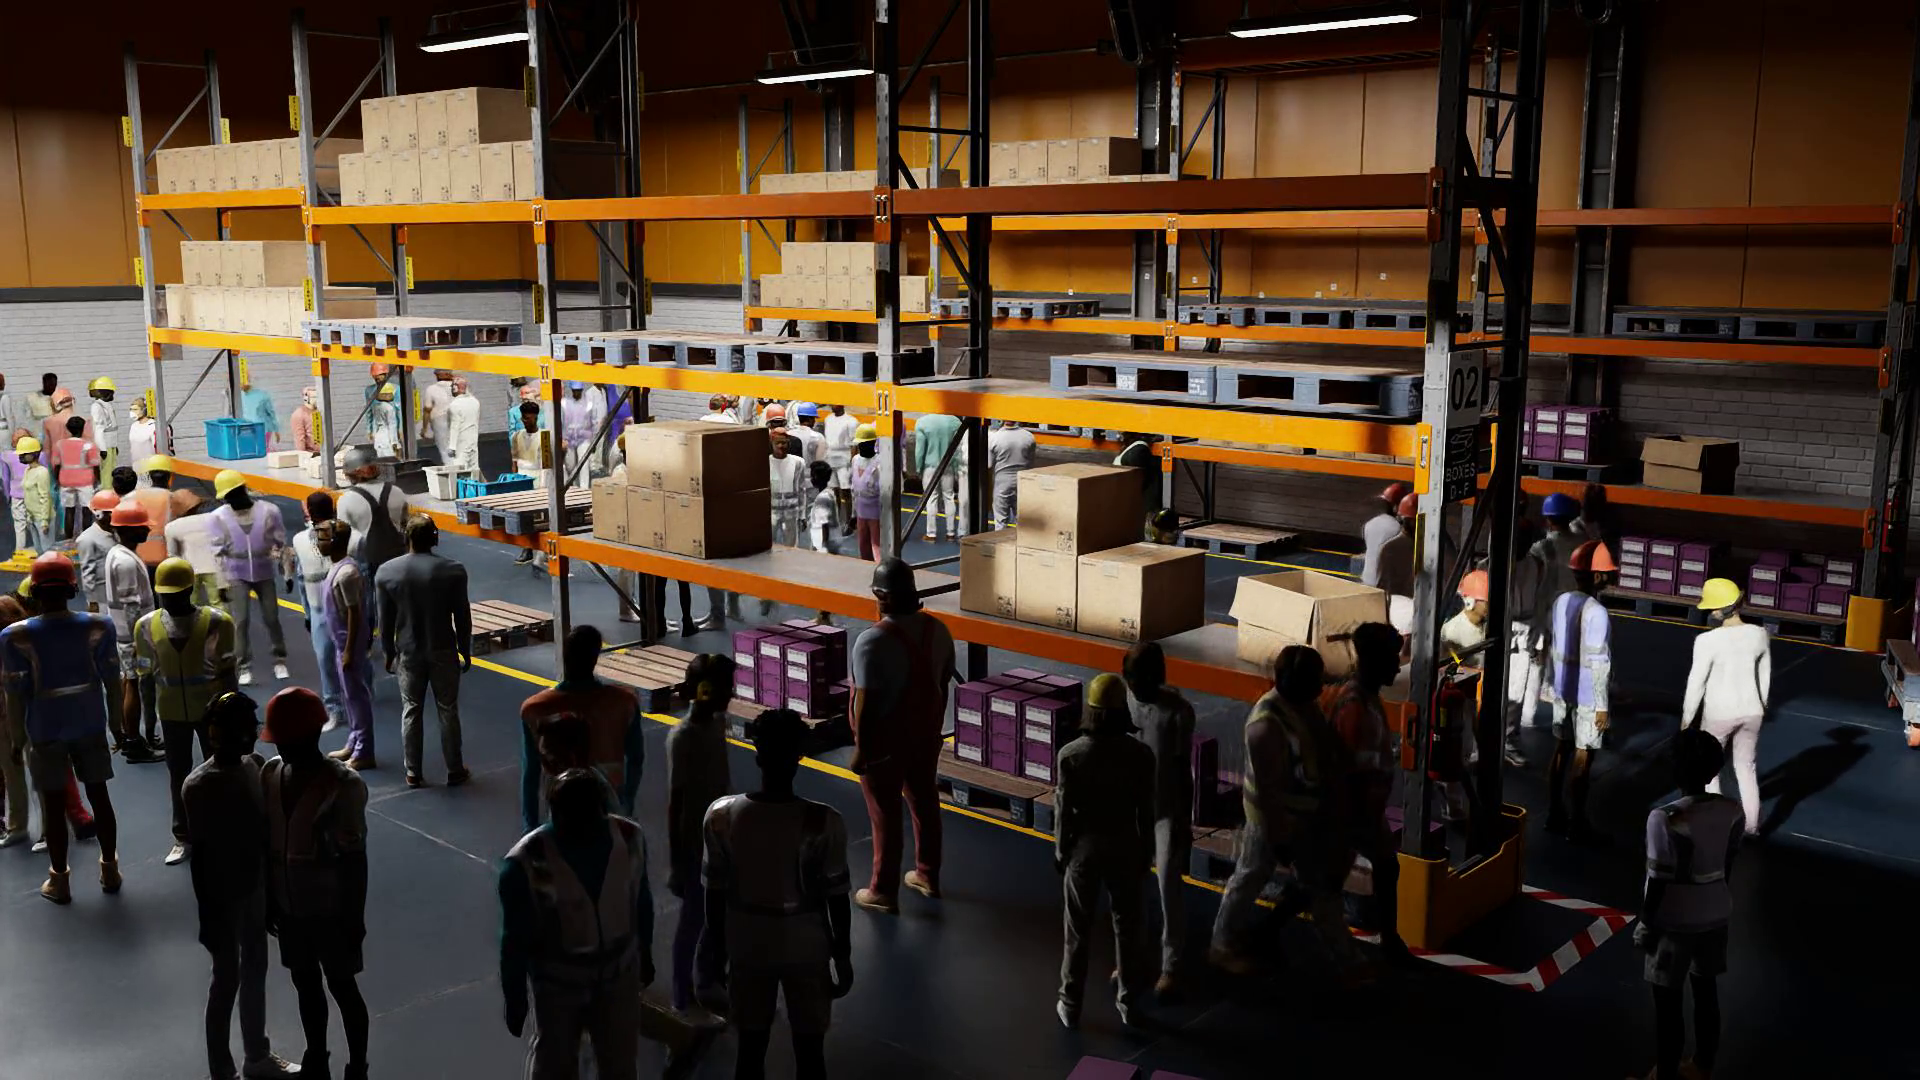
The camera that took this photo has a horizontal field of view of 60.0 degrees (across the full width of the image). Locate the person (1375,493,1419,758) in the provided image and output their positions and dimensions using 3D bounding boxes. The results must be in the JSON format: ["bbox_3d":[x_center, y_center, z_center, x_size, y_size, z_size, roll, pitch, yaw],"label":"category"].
[{"bbox_3d":[3.326,0.624,12.329,0.620,1.986,0.408,-6,12,-31],"label":"person"}]

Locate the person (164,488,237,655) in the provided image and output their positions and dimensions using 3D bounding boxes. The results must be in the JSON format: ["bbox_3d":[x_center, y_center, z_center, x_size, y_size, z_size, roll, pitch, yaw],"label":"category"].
[{"bbox_3d":[-6.834,0.321,15.093,0.633,1.610,0.321,-4,11,-23],"label":"person"}]

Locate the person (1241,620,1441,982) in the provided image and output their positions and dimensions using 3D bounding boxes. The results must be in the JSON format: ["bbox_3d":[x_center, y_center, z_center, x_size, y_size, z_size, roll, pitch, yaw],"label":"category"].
[{"bbox_3d":[1.952,1.334,8.506,0.952,1.923,0.606,4,11,20],"label":"person"}]

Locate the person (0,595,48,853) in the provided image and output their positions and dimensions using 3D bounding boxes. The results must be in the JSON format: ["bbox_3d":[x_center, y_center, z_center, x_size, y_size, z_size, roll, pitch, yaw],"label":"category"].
[{"bbox_3d":[-5.882,1.142,10.383,0.504,1.632,0.269,2,10,14],"label":"person"}]

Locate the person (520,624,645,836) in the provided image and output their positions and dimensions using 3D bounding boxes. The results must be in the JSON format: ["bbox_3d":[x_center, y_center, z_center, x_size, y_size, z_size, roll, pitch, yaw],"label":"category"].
[{"bbox_3d":[-1.914,1.366,8.466,0.619,1.889,0.581,-2,10,-14],"label":"person"}]

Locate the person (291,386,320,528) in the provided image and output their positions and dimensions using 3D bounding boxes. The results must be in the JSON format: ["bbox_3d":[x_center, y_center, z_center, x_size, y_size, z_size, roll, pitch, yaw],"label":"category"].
[{"bbox_3d":[-8.667,-1.114,22.368,0.410,1.909,0.642,2,10,12],"label":"person"}]

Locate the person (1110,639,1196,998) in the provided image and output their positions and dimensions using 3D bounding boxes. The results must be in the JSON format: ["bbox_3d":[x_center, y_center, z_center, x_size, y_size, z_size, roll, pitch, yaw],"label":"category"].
[{"bbox_3d":[0.962,1.389,8.432,0.581,1.838,0.366,6,12,31],"label":"person"}]

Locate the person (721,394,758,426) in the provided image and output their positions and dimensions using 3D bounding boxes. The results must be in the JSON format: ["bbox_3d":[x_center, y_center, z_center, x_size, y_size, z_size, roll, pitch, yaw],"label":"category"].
[{"bbox_3d":[-3.321,-1.601,24.998,0.605,1.951,0.381,-5,11,-26],"label":"person"}]

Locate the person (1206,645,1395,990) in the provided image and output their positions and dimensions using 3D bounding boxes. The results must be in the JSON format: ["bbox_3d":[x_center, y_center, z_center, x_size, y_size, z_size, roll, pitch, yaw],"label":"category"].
[{"bbox_3d":[1.697,1.410,8.429,1.001,1.784,0.644,8,13,38],"label":"person"}]

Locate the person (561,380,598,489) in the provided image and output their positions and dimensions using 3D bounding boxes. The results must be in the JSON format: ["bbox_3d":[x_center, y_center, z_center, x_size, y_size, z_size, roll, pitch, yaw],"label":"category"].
[{"bbox_3d":[-5.603,-1.478,24.405,0.617,1.918,0.837,-1,10,-3],"label":"person"}]

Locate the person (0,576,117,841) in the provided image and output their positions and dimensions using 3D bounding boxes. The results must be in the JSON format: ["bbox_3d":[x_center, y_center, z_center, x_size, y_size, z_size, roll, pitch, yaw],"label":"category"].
[{"bbox_3d":[-5.864,1.082,10.501,0.904,1.707,0.611,3,11,18],"label":"person"}]

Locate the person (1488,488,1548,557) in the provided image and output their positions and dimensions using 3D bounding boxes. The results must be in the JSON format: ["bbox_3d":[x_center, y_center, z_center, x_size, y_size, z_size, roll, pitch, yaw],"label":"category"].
[{"bbox_3d":[4.729,0.407,14.246,0.557,1.743,0.360,-3,11,-19],"label":"person"}]

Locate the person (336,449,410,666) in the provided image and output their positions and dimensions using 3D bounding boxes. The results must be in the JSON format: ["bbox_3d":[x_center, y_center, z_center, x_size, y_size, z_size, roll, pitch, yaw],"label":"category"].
[{"bbox_3d":[-5.254,0.128,14.969,0.690,2.000,1.014,-10,14,-43],"label":"person"}]

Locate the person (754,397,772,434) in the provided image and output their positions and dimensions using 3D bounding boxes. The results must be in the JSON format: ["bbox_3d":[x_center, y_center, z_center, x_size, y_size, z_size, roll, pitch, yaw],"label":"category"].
[{"bbox_3d":[-2.849,-1.406,24.503,0.354,1.736,0.575,-3,10,-17],"label":"person"}]

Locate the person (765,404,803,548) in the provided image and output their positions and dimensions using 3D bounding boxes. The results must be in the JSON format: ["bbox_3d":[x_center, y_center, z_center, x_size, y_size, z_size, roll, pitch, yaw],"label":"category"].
[{"bbox_3d":[-2.069,-0.548,18.917,0.612,1.995,0.377,-5,11,-26],"label":"person"}]

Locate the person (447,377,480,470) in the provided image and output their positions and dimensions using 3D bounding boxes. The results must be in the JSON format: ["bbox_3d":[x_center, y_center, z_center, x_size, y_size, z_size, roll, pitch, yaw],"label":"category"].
[{"bbox_3d":[-7.157,-1.385,23.896,0.405,1.911,0.636,3,10,17],"label":"person"}]

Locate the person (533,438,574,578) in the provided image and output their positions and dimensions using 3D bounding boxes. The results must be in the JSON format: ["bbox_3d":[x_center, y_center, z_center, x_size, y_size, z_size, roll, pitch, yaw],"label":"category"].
[{"bbox_3d":[-4.638,-0.369,18.969,0.405,1.623,0.547,-6,12,-32],"label":"person"}]

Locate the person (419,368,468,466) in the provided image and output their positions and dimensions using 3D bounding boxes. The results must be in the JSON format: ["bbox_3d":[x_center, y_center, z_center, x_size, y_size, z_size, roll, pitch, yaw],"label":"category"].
[{"bbox_3d":[-8.014,-1.782,25.764,0.895,2.000,0.700,9,14,42],"label":"person"}]

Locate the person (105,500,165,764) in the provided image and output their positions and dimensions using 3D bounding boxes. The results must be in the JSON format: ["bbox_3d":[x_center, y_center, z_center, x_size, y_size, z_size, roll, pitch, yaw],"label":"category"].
[{"bbox_3d":[-6.042,0.665,12.221,0.376,1.935,0.550,-6,12,-30],"label":"person"}]

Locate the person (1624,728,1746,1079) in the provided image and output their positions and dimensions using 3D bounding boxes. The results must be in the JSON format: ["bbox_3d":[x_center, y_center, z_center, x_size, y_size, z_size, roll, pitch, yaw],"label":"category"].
[{"bbox_3d":[3.180,1.655,7.307,0.532,1.696,0.319,-5,11,-26],"label":"person"}]

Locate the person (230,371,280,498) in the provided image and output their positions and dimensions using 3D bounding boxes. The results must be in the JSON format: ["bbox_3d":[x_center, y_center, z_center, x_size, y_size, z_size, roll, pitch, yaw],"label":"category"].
[{"bbox_3d":[-10.645,-1.606,25.055,0.641,1.935,0.831,1,10,3],"label":"person"}]

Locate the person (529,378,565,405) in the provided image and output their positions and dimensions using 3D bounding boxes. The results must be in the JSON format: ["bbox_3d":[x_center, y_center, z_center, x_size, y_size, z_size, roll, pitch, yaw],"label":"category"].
[{"bbox_3d":[-6.714,-1.956,27.038,0.635,1.938,0.360,-9,13,-40],"label":"person"}]

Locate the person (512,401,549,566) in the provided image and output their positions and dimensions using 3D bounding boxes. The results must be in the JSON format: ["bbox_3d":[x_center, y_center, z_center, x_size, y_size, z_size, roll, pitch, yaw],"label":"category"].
[{"bbox_3d":[-5.030,-0.669,19.682,0.608,1.966,0.371,3,11,17],"label":"person"}]

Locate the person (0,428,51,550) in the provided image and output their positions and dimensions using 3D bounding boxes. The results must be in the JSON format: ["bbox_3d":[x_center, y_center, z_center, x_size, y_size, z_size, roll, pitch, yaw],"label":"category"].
[{"bbox_3d":[-11.043,-0.510,19.706,0.511,1.641,0.307,-3,10,-15],"label":"person"}]

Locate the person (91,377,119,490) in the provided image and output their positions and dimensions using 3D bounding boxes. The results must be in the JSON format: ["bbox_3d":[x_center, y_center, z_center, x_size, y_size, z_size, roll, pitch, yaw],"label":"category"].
[{"bbox_3d":[-12.167,-1.373,23.776,0.378,1.925,0.594,-2,10,-12],"label":"person"}]

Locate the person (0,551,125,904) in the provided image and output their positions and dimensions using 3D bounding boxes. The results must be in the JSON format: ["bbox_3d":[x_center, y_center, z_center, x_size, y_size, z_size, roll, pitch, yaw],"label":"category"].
[{"bbox_3d":[-5.164,1.075,9.609,0.612,2.043,0.374,-8,13,-38],"label":"person"}]

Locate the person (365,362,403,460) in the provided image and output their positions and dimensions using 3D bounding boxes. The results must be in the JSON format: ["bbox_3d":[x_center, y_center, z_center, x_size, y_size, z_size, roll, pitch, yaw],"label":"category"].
[{"bbox_3d":[-8.826,-1.729,25.514,0.606,2.033,0.414,1,10,7],"label":"person"}]

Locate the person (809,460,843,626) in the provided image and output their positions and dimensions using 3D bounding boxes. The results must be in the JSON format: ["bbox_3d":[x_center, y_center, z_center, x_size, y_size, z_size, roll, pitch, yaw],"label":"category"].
[{"bbox_3d":[-1.334,0.052,16.394,0.362,1.686,0.540,0,10,0],"label":"person"}]

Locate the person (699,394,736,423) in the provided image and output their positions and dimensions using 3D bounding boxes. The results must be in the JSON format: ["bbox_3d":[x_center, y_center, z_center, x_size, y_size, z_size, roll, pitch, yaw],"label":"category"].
[{"bbox_3d":[-3.199,-1.006,21.969,0.560,1.836,0.394,4,11,24],"label":"person"}]

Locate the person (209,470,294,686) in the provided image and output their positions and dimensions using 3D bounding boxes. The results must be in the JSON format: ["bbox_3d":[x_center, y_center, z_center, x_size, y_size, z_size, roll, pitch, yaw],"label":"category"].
[{"bbox_3d":[-6.121,0.309,14.399,0.638,1.883,0.440,-4,11,-23],"label":"person"}]

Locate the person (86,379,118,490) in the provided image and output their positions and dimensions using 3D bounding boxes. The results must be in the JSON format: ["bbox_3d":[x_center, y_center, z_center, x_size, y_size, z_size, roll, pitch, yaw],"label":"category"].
[{"bbox_3d":[-13.244,-1.611,25.666,0.485,1.737,0.321,9,13,41],"label":"person"}]

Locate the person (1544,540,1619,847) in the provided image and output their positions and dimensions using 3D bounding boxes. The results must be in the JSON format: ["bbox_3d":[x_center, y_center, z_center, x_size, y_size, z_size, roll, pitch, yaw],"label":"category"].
[{"bbox_3d":[3.951,0.962,10.535,0.352,1.941,0.543,-2,10,-11],"label":"person"}]

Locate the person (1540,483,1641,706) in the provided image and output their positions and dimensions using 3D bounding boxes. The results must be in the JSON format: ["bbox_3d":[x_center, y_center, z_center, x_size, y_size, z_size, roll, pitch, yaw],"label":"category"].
[{"bbox_3d":[5.197,0.469,13.543,0.862,1.852,0.587,8,13,37],"label":"person"}]

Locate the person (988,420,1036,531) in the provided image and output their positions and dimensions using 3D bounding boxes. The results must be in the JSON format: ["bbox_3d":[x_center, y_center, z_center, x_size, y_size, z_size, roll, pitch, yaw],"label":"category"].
[{"bbox_3d":[0.578,-0.638,19.716,0.646,1.902,0.400,-3,11,-18],"label":"person"}]

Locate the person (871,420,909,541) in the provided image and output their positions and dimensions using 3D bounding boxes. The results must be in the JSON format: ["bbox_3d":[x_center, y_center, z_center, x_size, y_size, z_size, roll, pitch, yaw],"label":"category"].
[{"bbox_3d":[-0.893,-0.916,21.211,0.548,1.925,0.391,-8,13,-38],"label":"person"}]

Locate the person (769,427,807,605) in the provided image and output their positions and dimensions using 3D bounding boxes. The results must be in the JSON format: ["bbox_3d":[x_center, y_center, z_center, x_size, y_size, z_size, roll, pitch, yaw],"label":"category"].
[{"bbox_3d":[-1.896,-0.251,17.561,0.574,1.881,0.357,-3,11,-18],"label":"person"}]

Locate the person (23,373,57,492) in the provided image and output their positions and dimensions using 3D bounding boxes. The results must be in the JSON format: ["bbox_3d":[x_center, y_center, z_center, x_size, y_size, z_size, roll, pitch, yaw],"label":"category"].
[{"bbox_3d":[-13.682,-1.561,24.931,0.654,1.897,0.418,-9,14,-42],"label":"person"}]

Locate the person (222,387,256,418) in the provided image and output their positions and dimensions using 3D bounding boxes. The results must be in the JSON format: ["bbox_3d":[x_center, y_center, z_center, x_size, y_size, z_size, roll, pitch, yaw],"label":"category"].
[{"bbox_3d":[-11.286,-1.789,26.284,0.619,1.872,0.524,-2,10,-13],"label":"person"}]

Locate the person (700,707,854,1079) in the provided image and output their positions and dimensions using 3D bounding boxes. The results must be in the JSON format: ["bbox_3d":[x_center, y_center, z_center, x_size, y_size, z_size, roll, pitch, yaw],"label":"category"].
[{"bbox_3d":[-0.720,1.630,6.687,0.614,1.963,0.361,2,10,11],"label":"person"}]
